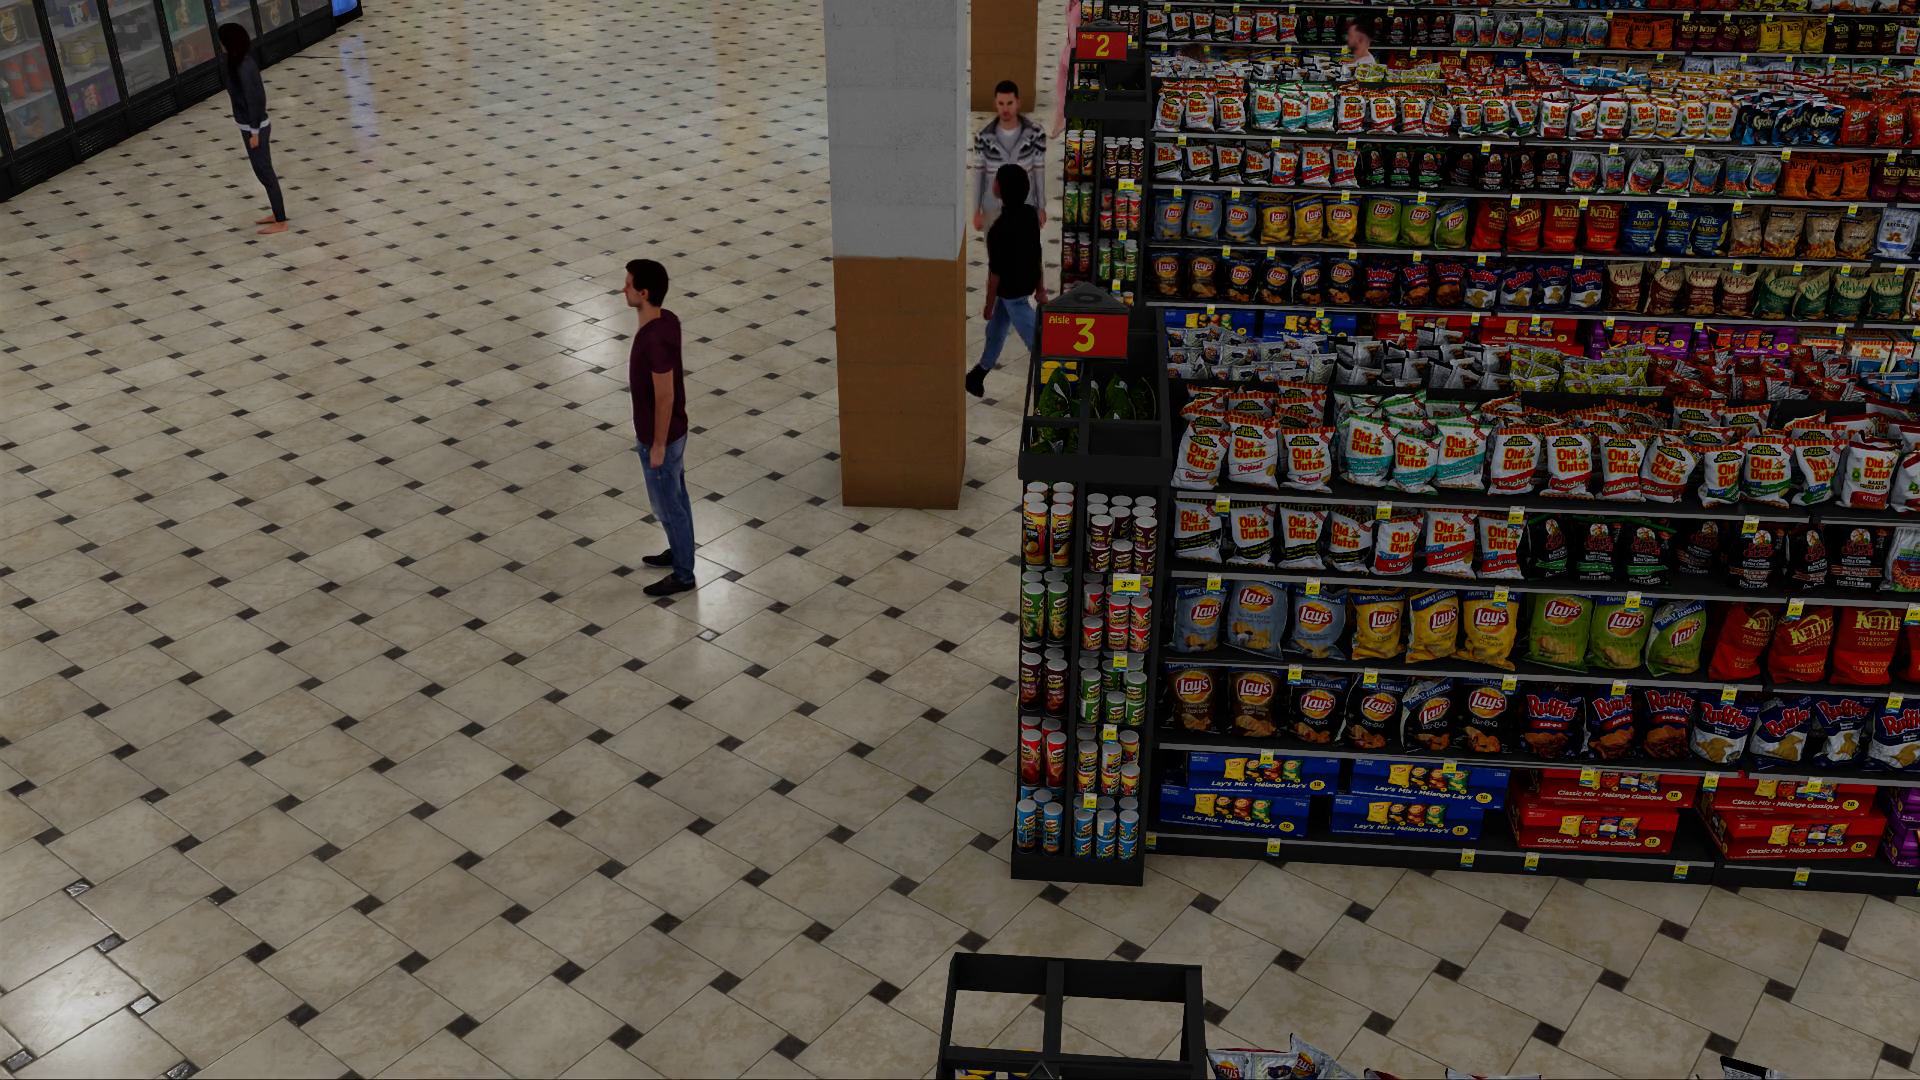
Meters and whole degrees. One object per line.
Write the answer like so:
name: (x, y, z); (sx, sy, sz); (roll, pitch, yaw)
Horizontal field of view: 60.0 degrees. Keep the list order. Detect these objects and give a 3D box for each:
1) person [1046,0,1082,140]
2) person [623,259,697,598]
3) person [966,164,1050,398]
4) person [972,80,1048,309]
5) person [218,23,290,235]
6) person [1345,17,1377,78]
person: (1.309, -4.884, 16.719); (1.184, 1.755, 0.936); (-11, 31, -19)
person: (-1.572, -0.596, 8.761); (0.633, 1.855, 0.704); (-4, 29, -7)
person: (0.442, -1.539, 10.711); (1.256, 1.642, 0.926); (16, 33, 27)
person: (0.373, -2.462, 12.194); (0.587, 1.839, 0.749); (2, 29, 3)
person: (-6.022, -3.528, 14.220); (0.673, 1.771, 0.684); (-11, 30, -19)
person: (3.322, -3.503, 14.102); (0.639, 1.838, 0.717); (9, 30, 16)
